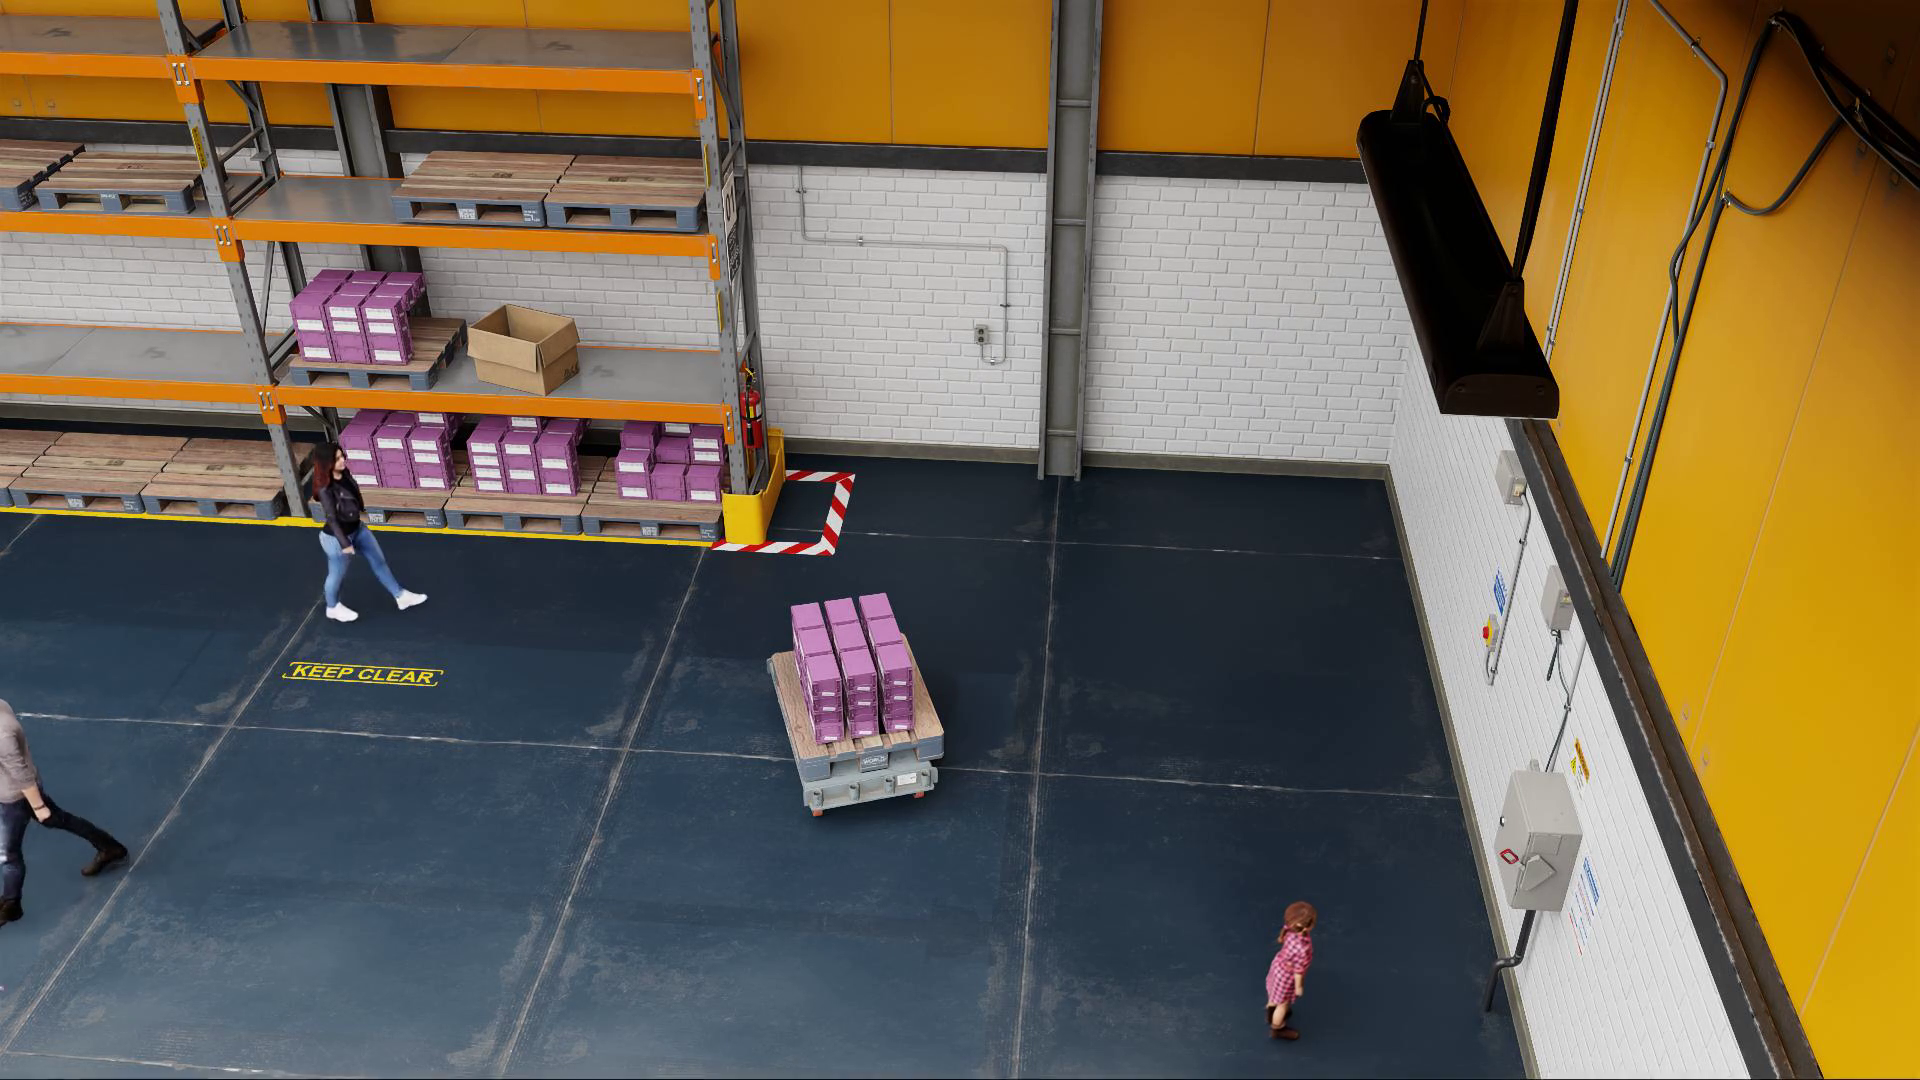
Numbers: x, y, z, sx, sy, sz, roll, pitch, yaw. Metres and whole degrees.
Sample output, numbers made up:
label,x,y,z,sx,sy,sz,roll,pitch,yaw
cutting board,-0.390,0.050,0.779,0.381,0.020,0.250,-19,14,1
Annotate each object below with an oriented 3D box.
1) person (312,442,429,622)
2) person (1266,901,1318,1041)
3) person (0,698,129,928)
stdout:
label,x,y,z,sx,sy,sz,roll,pitch,yaw
person,-4.903,-0.043,13.043,1.009,1.604,0.659,2,34,3
person,1.926,2.507,9.734,0.486,1.020,0.461,-3,34,-5
person,-5.818,1.535,10.442,1.293,1.856,1.181,-22,39,-29
